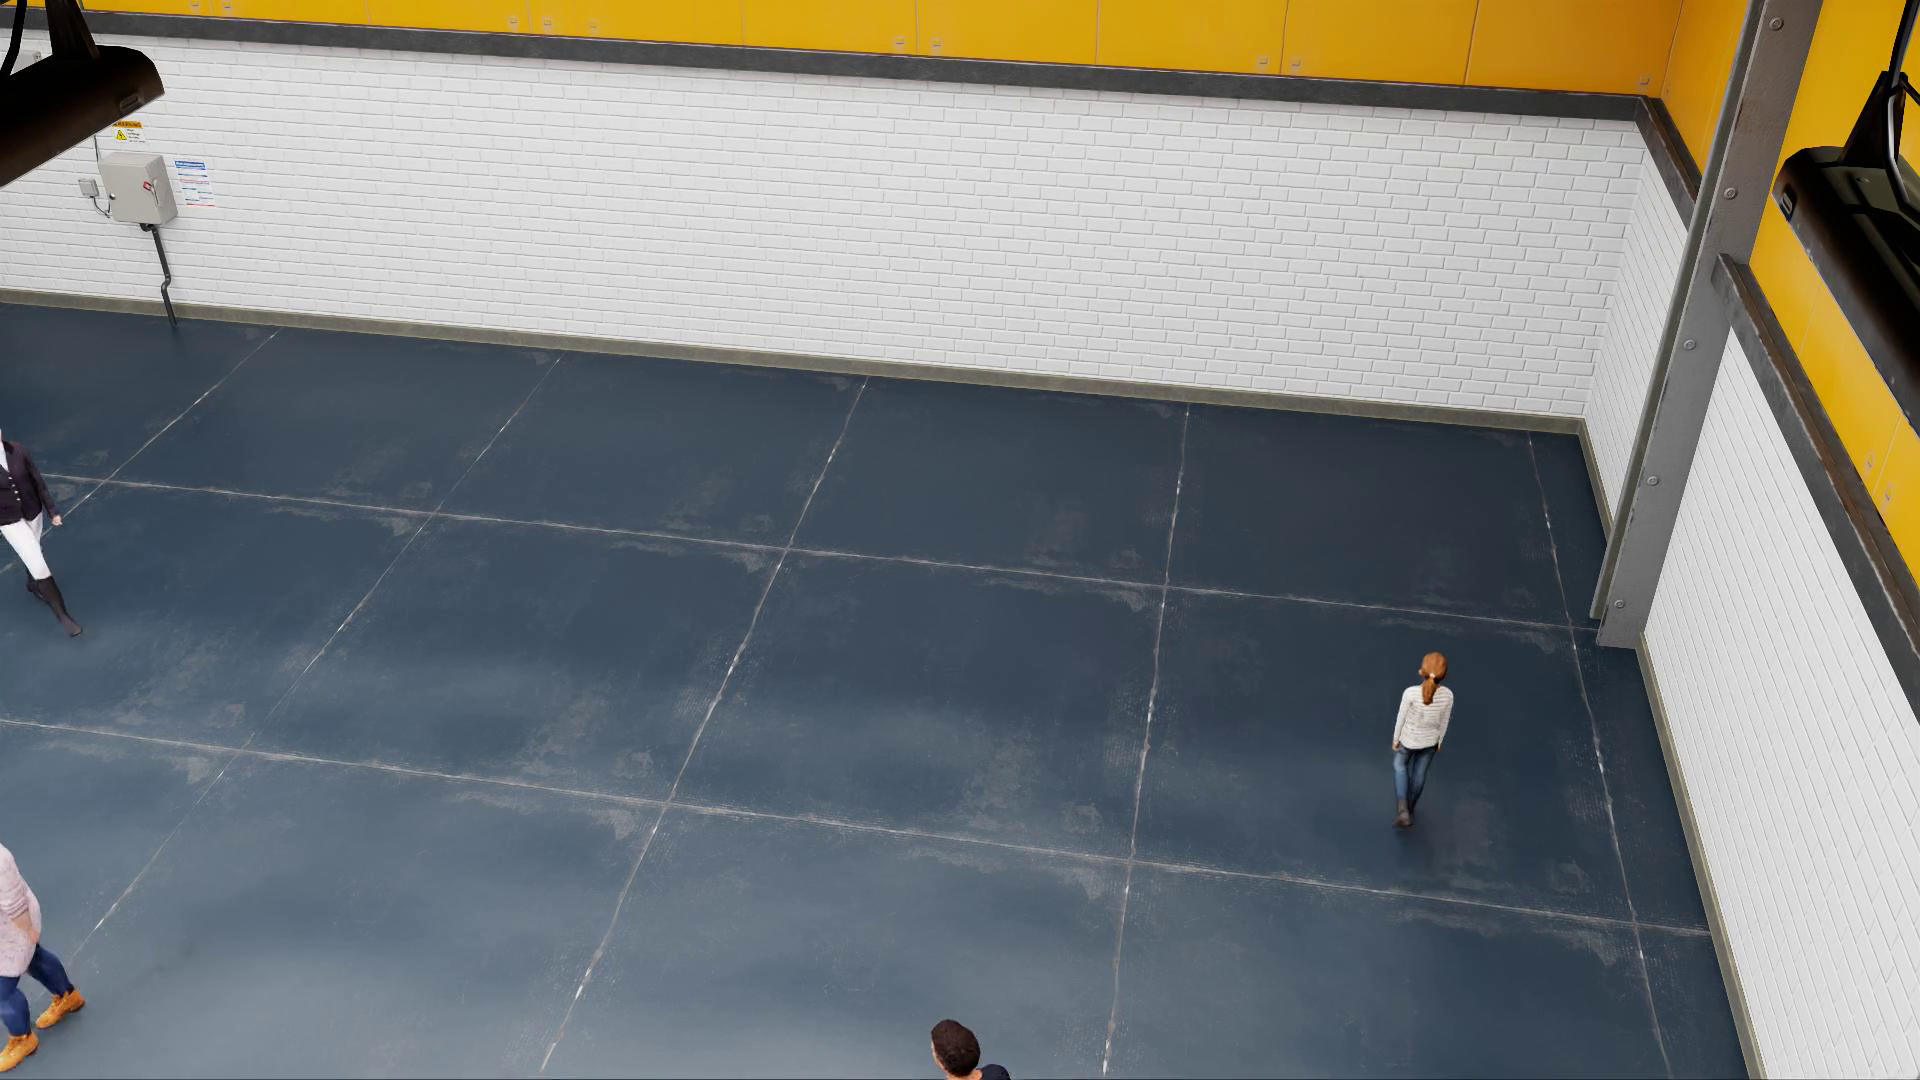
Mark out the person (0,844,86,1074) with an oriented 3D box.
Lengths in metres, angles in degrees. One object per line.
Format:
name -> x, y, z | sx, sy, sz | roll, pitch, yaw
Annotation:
person -> -5.012, 1.963, 8.811 | 0.869, 1.722, 0.950 | 23, 40, 30

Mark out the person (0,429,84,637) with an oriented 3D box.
person -> -6.821, -0.161, 12.049 | 1.059, 1.675, 1.177 | 26, 42, 34

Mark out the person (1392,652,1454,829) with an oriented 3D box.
person -> 2.824, 1.277, 10.214 | 0.477, 1.311, 0.634 | 4, 34, 6

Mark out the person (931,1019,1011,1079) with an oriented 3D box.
person -> 0.108, 2.897, 7.331 | 1.180, 1.805, 1.261 | -21, 39, -28
